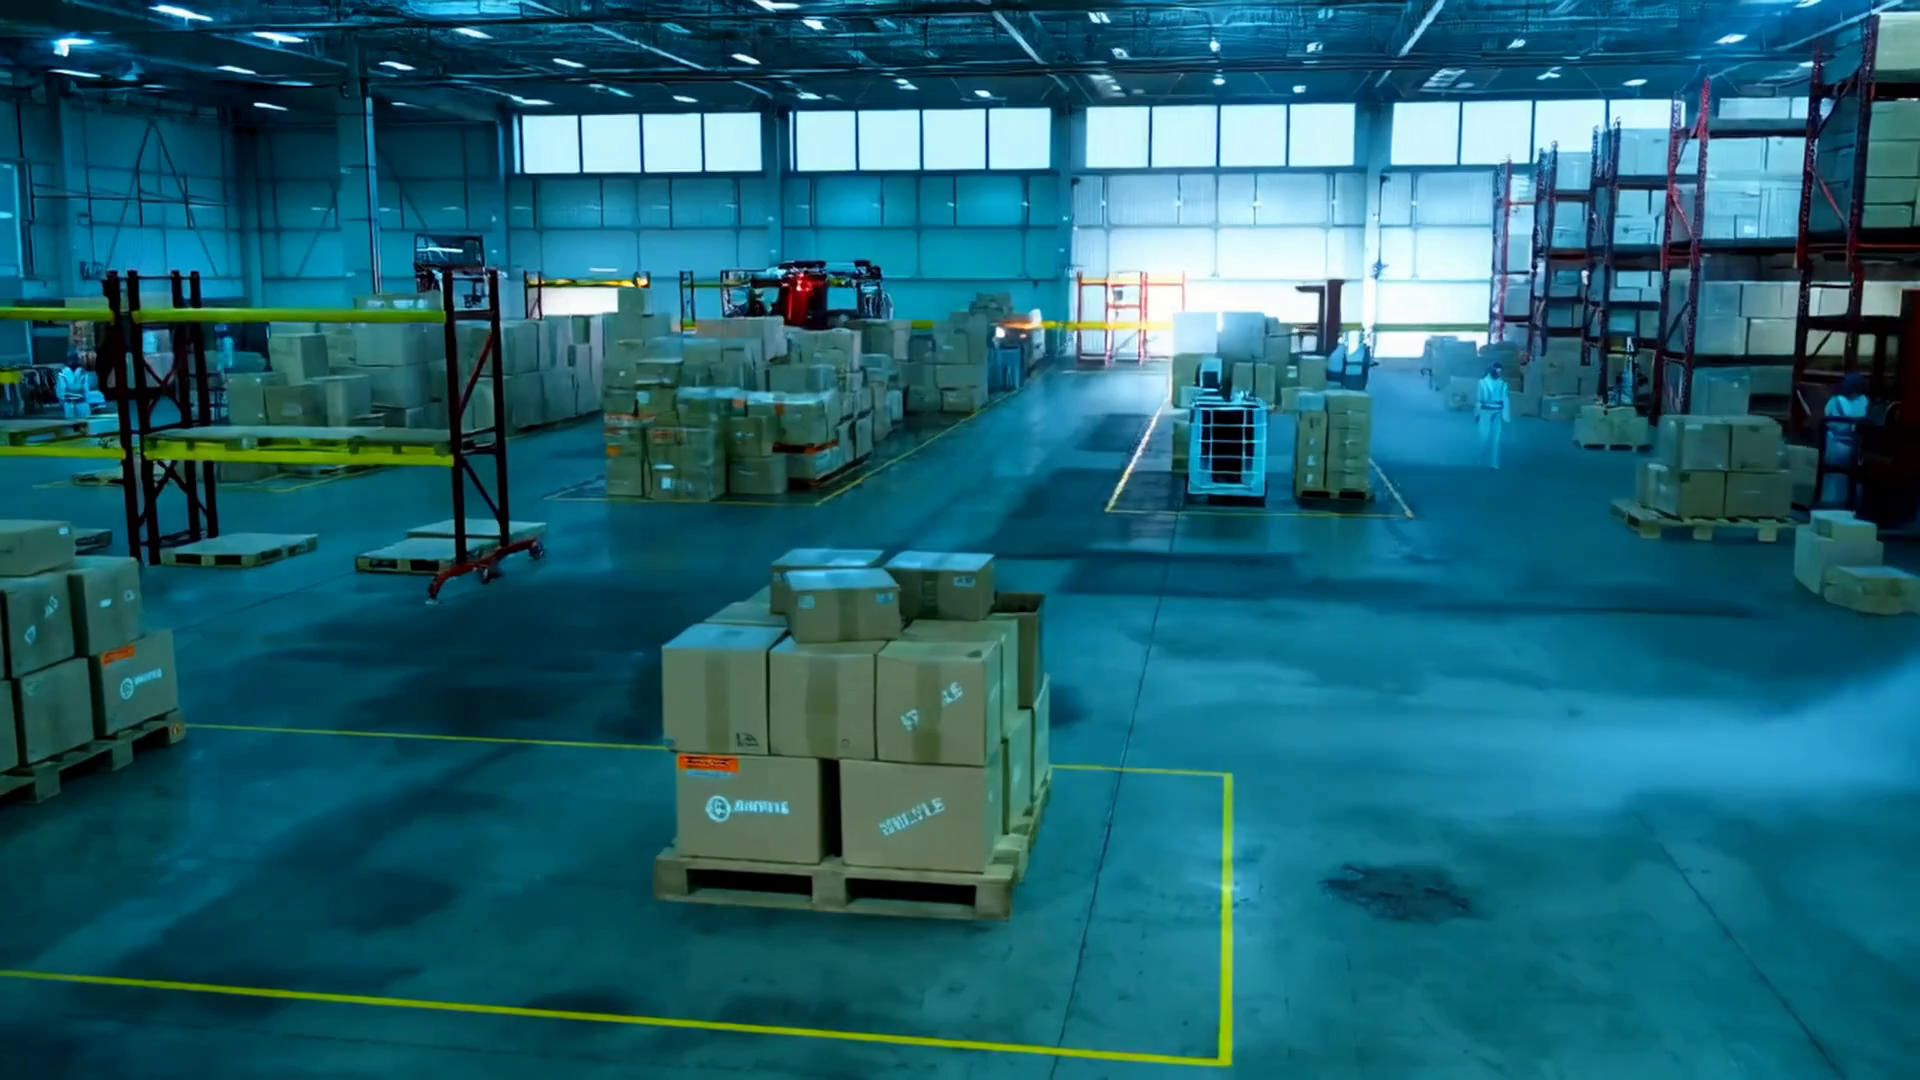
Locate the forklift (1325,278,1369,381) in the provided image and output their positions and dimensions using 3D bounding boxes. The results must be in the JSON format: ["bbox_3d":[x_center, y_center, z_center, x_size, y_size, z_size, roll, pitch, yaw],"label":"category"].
[{"bbox_3d":[10.119,-5.703,45.089,1.873,2.768,1.129,1,9,9],"label":"forklift"}]

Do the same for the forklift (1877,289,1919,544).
[{"bbox_3d":[10.623,-1.366,18.338,1.873,2.768,1.129,1,9,9],"label":"forklift"}]

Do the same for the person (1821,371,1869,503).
[{"bbox_3d":[10.380,-1.042,19.462,0.596,1.883,0.414,-1,9,-8],"label":"person"}]

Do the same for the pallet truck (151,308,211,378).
[{"bbox_3d":[-21.869,-5.598,47.154,0.823,1.965,1.885,4,10,26],"label":"pallet truck"}]

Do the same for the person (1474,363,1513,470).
[{"bbox_3d":[8.123,-1.888,25.397,0.536,1.631,0.374,-2,9,-13],"label":"person"}]

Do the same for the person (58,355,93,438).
[{"bbox_3d":[-14.750,-2.273,27.746,0.515,1.641,0.314,-2,9,-14],"label":"person"}]

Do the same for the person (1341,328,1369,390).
[{"bbox_3d":[7.752,-3.200,32.649,0.396,1.909,0.611,-8,12,-42],"label":"person"}]

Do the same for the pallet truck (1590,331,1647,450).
[{"bbox_3d":[11.253,-2.573,28.499,0.823,1.965,1.885,5,10,27],"label":"pallet truck"}]

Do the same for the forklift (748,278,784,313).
[{"bbox_3d":[-5.096,-5.498,43.826,1.129,2.768,1.873,-3,10,-15],"label":"forklift"}]

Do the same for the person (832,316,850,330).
[{"bbox_3d":[-2.849,-4.420,40.074,0.635,1.937,0.353,3,10,20],"label":"person"}]

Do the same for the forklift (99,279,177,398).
[{"bbox_3d":[-19.606,-4.720,39.027,1.873,2.768,1.129,1,9,9],"label":"forklift"}]

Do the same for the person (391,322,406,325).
[{"bbox_3d":[-17.729,-6.412,52.556,0.647,1.890,1.053,5,10,29],"label":"person"}]

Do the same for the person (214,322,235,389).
[{"bbox_3d":[-16.451,-3.954,37.364,0.559,1.901,0.977,8,12,42],"label":"person"}]
